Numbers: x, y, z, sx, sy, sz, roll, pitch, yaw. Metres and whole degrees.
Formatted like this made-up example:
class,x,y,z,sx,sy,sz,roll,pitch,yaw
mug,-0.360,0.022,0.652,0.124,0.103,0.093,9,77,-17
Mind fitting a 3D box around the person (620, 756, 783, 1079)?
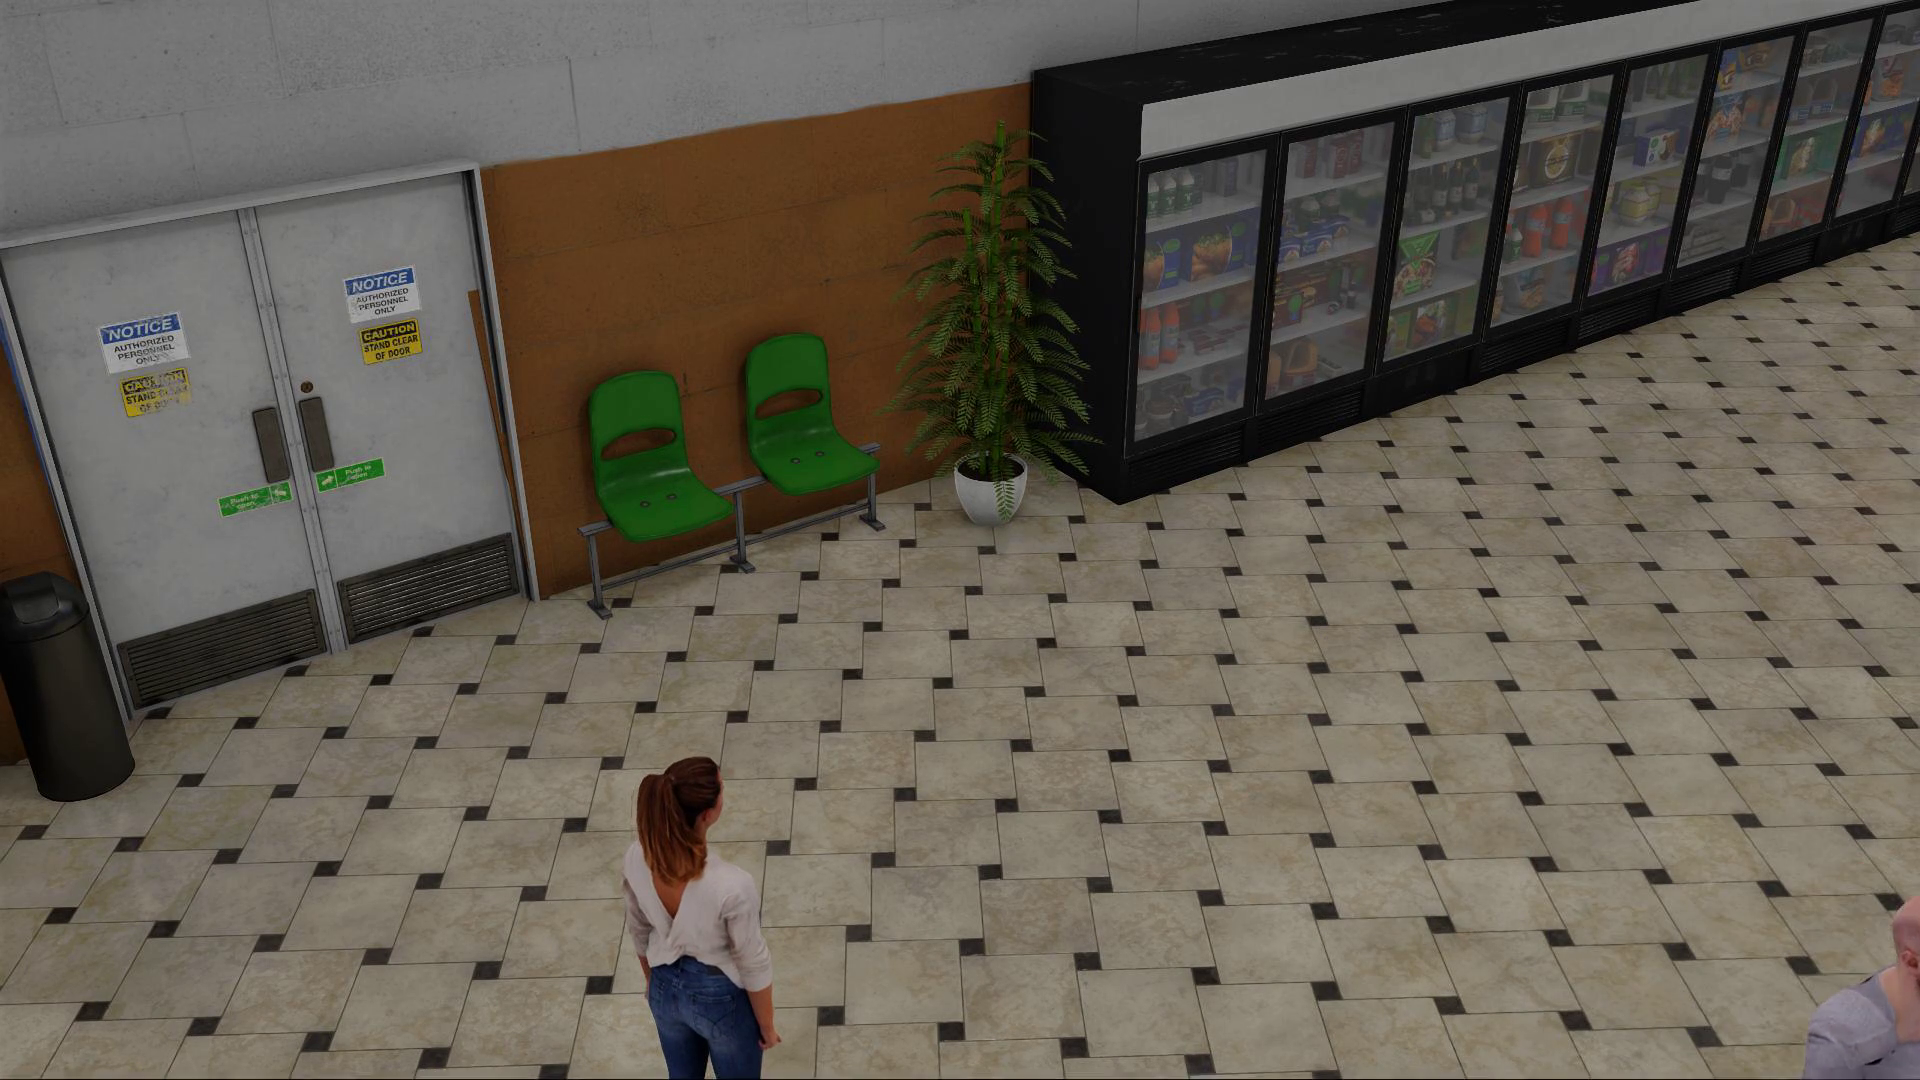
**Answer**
class,x,y,z,sx,sy,sz,roll,pitch,yaw
person,-0.755,1.363,4.892,0.617,1.719,0.747,14,32,24
